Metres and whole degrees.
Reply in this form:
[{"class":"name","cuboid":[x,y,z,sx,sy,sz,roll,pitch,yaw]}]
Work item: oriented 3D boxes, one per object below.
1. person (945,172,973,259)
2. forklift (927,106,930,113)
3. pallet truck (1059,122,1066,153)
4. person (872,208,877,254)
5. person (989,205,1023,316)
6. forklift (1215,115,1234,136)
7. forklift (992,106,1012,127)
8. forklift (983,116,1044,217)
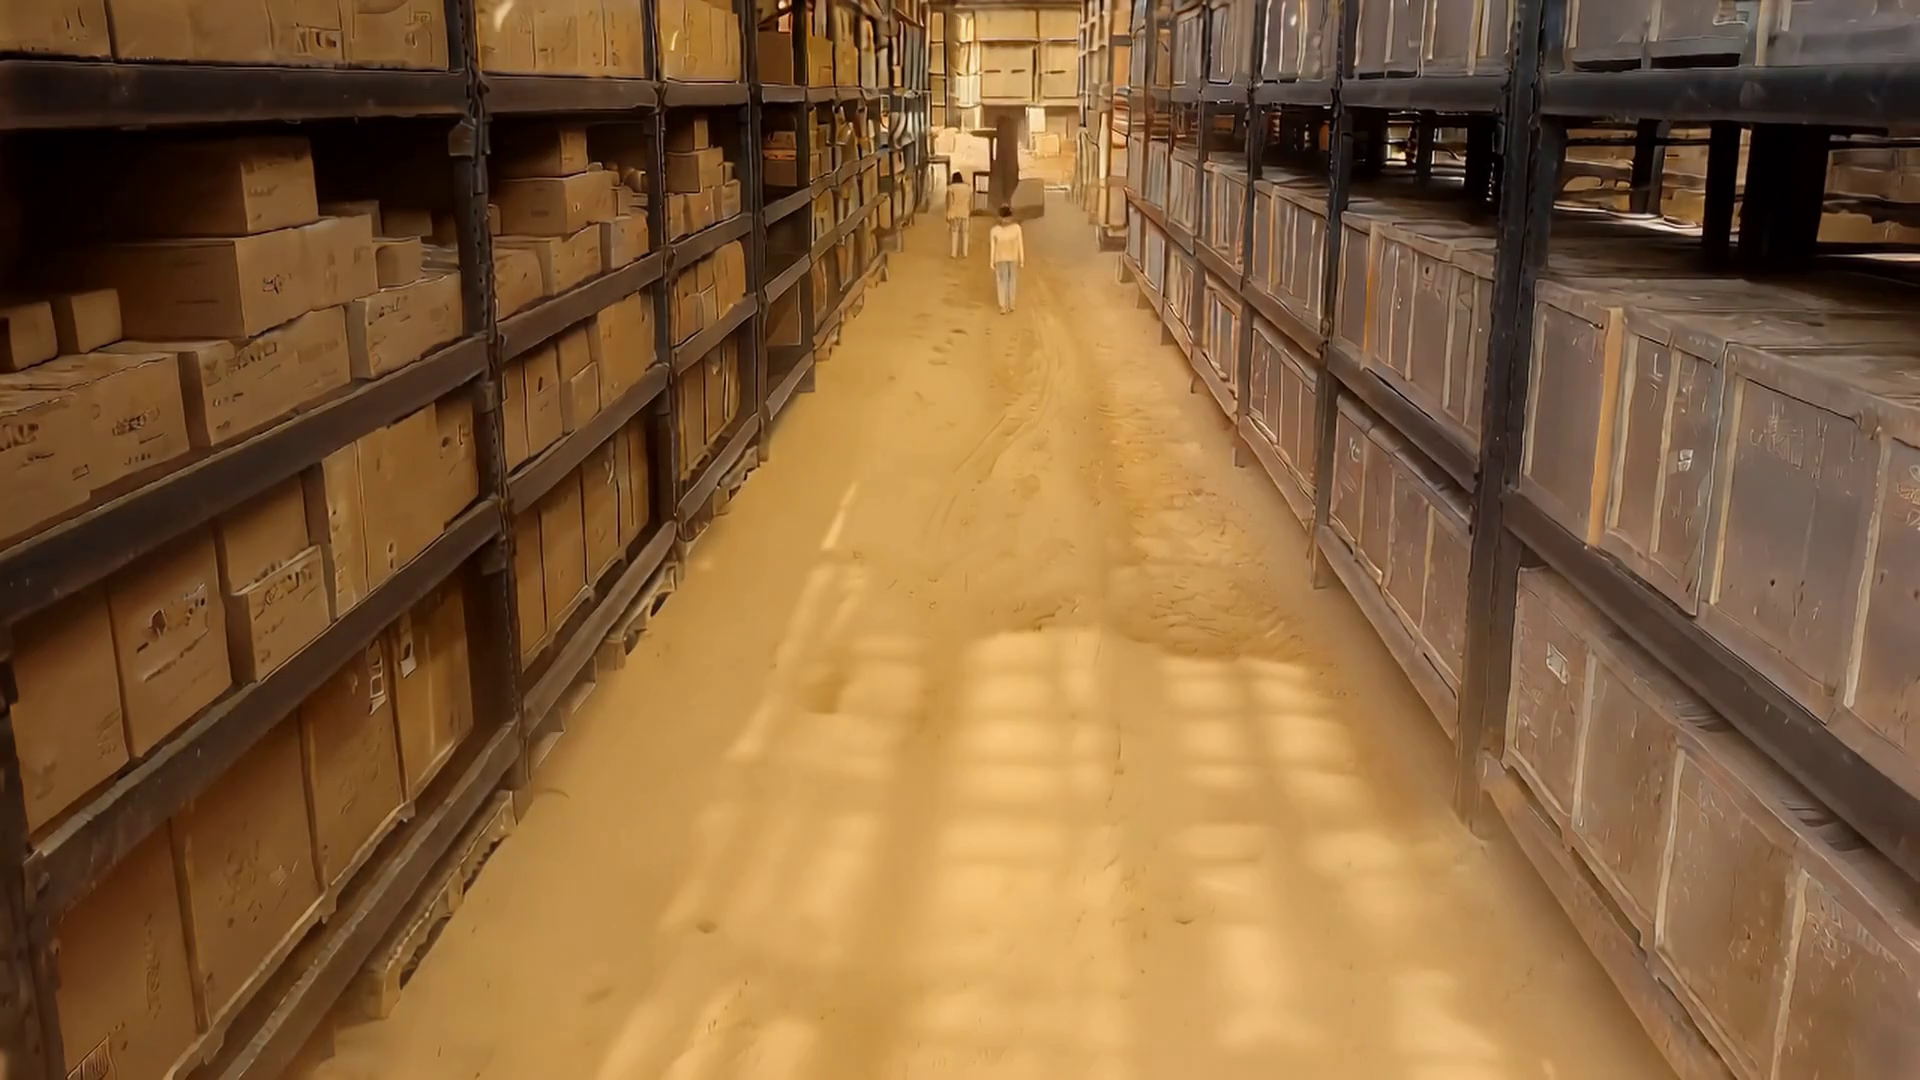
[{"class":"person","cuboid":[-0.034,-6.919,35.515,0.622,1.840,0.430,-5,16,-18]},{"class":"forklift","cuboid":[-2.001,-20.667,84.687,1.129,2.768,1.873,0,15,2]},{"class":"pallet truck","cuboid":[5.788,-21.111,88.014,1.885,1.965,0.823,5,16,18]},{"class":"person","cuboid":[-2.040,-7.303,36.606,0.722,2.019,0.626,1,15,2]},{"class":"person","cuboid":[0.732,-4.440,26.456,0.543,1.745,0.599,0,15,2]},{"class":"forklift","cuboid":[7.838,-11.433,50.328,1.129,2.768,1.873,0,15,1]},{"class":"forklift","cuboid":[2.113,-20.391,83.660,1.129,2.768,1.873,-7,17,-24]},{"class":"forklift","cuboid":[1.387,-10.700,47.604,1.873,2.768,1.129,-5,16,-19]}]
